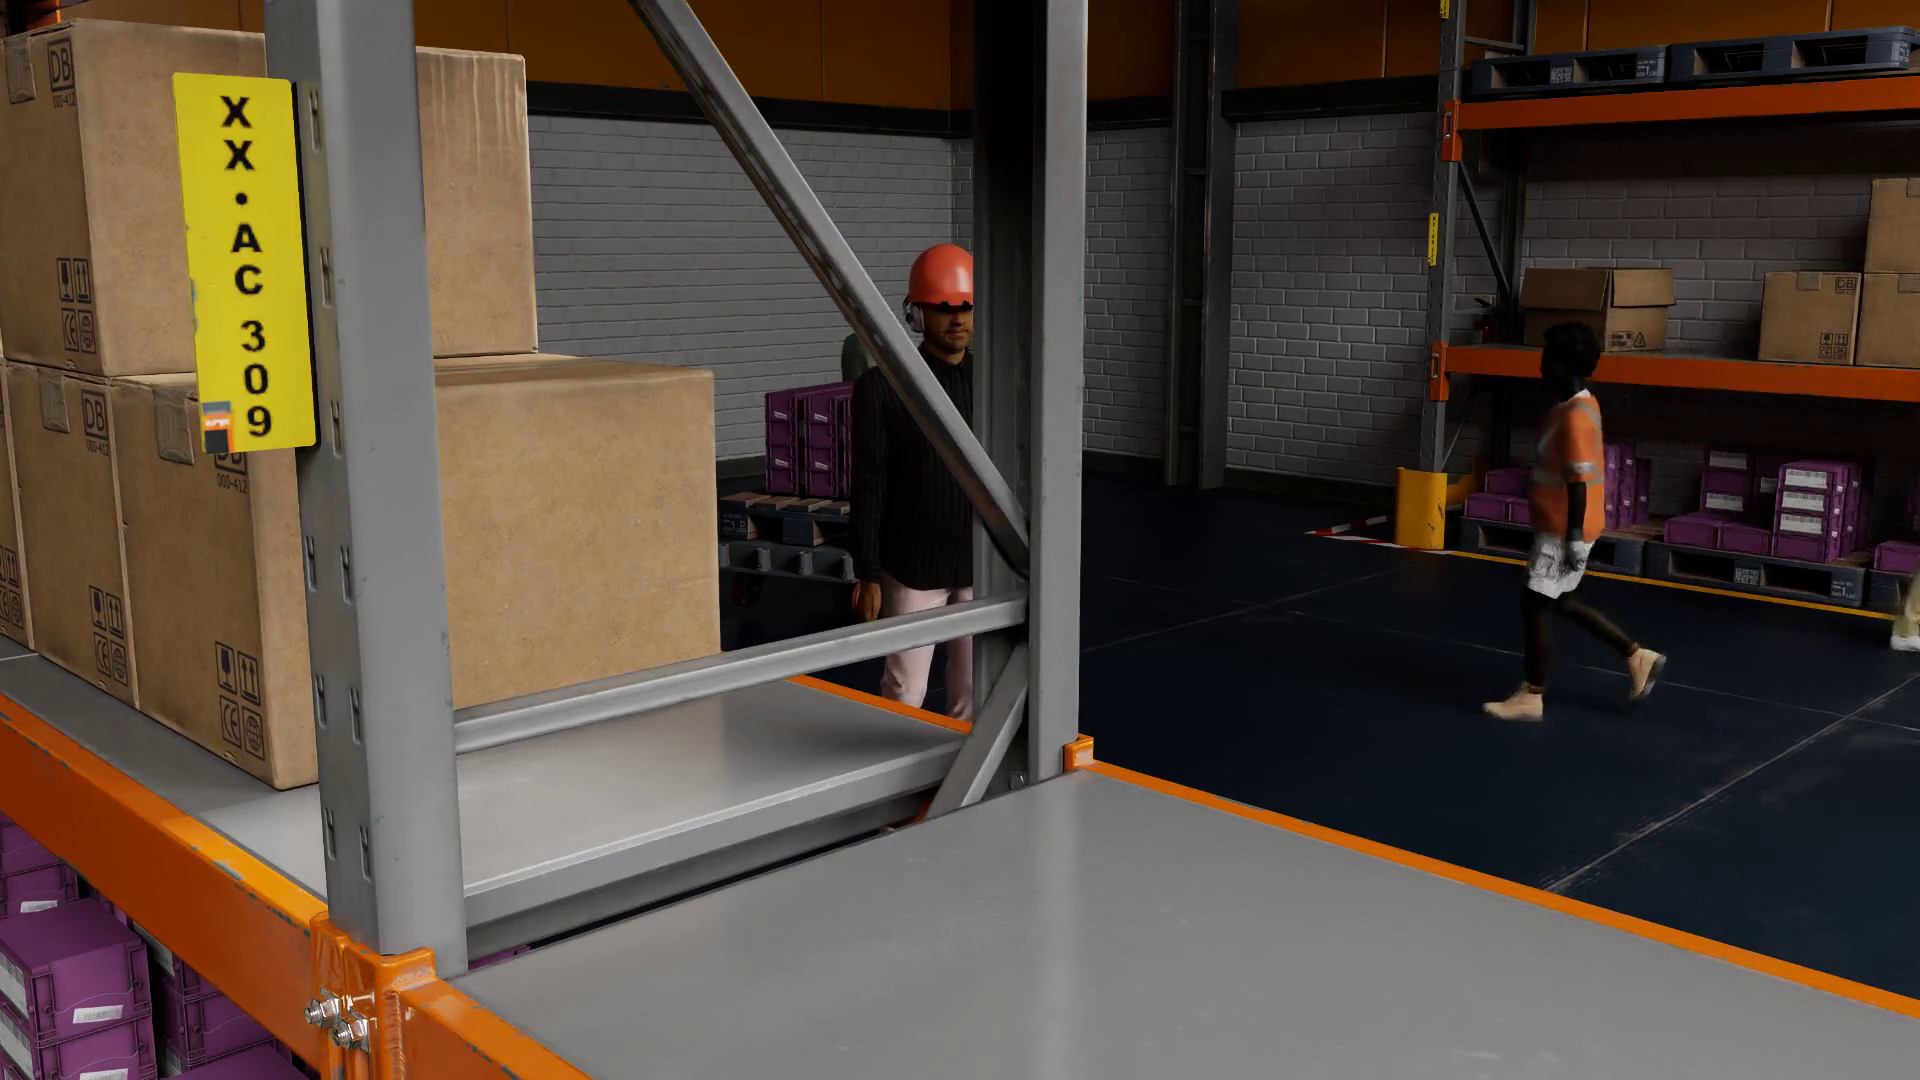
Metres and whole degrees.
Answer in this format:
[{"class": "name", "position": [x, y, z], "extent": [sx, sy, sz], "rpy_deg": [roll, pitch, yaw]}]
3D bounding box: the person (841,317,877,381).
[{"class": "person", "position": [-0.624, -0.826, 11.156], "extent": [0.278, 1.633, 0.498], "rpy_deg": [-6, 12, -29]}]

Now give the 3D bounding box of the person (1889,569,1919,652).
[{"class": "person", "position": [4.832, -0.191, 7.802], "extent": [0.772, 1.593, 0.525], "rpy_deg": [8, 13, 36]}]

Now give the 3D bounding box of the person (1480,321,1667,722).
[{"class": "person", "position": [2.566, -0.060, 6.843], "extent": [0.652, 1.675, 0.533], "rpy_deg": [4, 11, 20]}]

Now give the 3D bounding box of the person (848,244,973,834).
[{"class": "person", "position": [-0.047, 0.084, 5.210], "extent": [0.624, 1.992, 0.391], "rpy_deg": [-6, 12, -29]}]
